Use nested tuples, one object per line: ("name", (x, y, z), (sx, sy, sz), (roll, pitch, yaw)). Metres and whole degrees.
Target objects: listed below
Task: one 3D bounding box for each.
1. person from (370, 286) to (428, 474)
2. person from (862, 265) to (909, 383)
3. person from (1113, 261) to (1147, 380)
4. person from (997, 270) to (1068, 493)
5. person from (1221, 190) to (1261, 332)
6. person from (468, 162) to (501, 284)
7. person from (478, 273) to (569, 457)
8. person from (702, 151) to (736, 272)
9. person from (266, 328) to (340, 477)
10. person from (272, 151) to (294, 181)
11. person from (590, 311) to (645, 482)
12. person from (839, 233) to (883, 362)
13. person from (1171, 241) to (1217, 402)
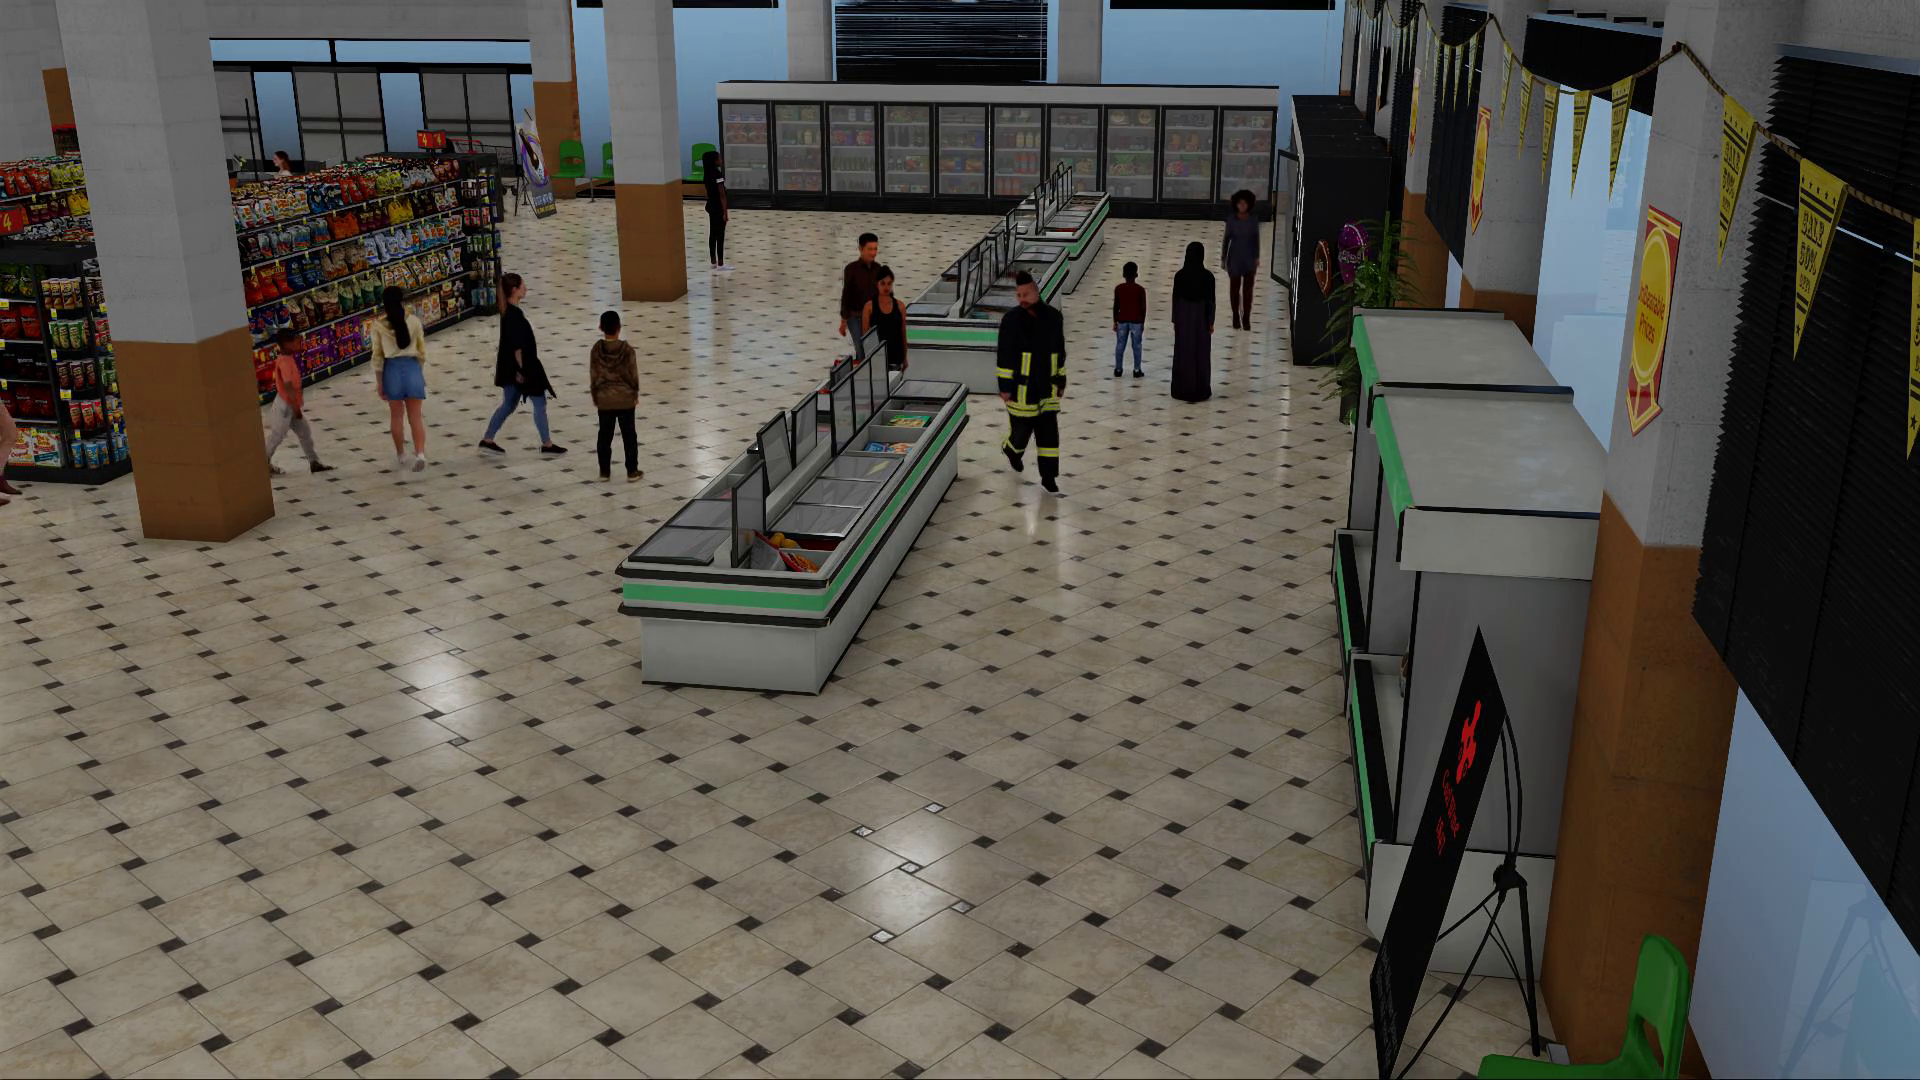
("person", (-4.785, -1.352, 14.353), (1.006, 1.597, 1.194), (-8, 20, -22))
("person", (-0.683, -1.674, 15.199), (0.660, 1.666, 0.667), (-7, 20, -20))
("person", (1.825, -2.362, 17.886), (0.527, 1.253, 0.514), (6, 19, 16))
("person", (0.589, -1.339, 13.978), (1.027, 1.813, 1.188), (-6, 19, -16))
("person", (3.434, -3.424, 20.345), (0.644, 1.694, 0.807), (2, 19, 6))
("person", (-6.674, -4.307, 22.767), (1.038, 1.821, 1.173), (13, 22, 33))
("person", (-4.004, -1.515, 14.732), (1.032, 1.664, 1.042), (-8, 20, -24))
("person", (-3.591, -4.876, 24.596), (0.770, 1.729, 0.712), (-13, 23, -34))
("person", (-5.833, -1.154, 14.257), (0.693, 1.283, 0.877), (-2, 19, -6))
("person", (-10.063, -4.981, 24.970), (0.765, 1.690, 0.678), (-9, 21, -25))
("person", (-2.945, -1.224, 14.202), (0.611, 1.450, 0.583), (1, 19, 2))
("person", (-1.013, -2.179, 16.566), (0.914, 1.750, 0.975), (-11, 22, -30))
("person", (2.366, -2.235, 16.945), (0.664, 1.615, 0.664), (8, 20, 23))
